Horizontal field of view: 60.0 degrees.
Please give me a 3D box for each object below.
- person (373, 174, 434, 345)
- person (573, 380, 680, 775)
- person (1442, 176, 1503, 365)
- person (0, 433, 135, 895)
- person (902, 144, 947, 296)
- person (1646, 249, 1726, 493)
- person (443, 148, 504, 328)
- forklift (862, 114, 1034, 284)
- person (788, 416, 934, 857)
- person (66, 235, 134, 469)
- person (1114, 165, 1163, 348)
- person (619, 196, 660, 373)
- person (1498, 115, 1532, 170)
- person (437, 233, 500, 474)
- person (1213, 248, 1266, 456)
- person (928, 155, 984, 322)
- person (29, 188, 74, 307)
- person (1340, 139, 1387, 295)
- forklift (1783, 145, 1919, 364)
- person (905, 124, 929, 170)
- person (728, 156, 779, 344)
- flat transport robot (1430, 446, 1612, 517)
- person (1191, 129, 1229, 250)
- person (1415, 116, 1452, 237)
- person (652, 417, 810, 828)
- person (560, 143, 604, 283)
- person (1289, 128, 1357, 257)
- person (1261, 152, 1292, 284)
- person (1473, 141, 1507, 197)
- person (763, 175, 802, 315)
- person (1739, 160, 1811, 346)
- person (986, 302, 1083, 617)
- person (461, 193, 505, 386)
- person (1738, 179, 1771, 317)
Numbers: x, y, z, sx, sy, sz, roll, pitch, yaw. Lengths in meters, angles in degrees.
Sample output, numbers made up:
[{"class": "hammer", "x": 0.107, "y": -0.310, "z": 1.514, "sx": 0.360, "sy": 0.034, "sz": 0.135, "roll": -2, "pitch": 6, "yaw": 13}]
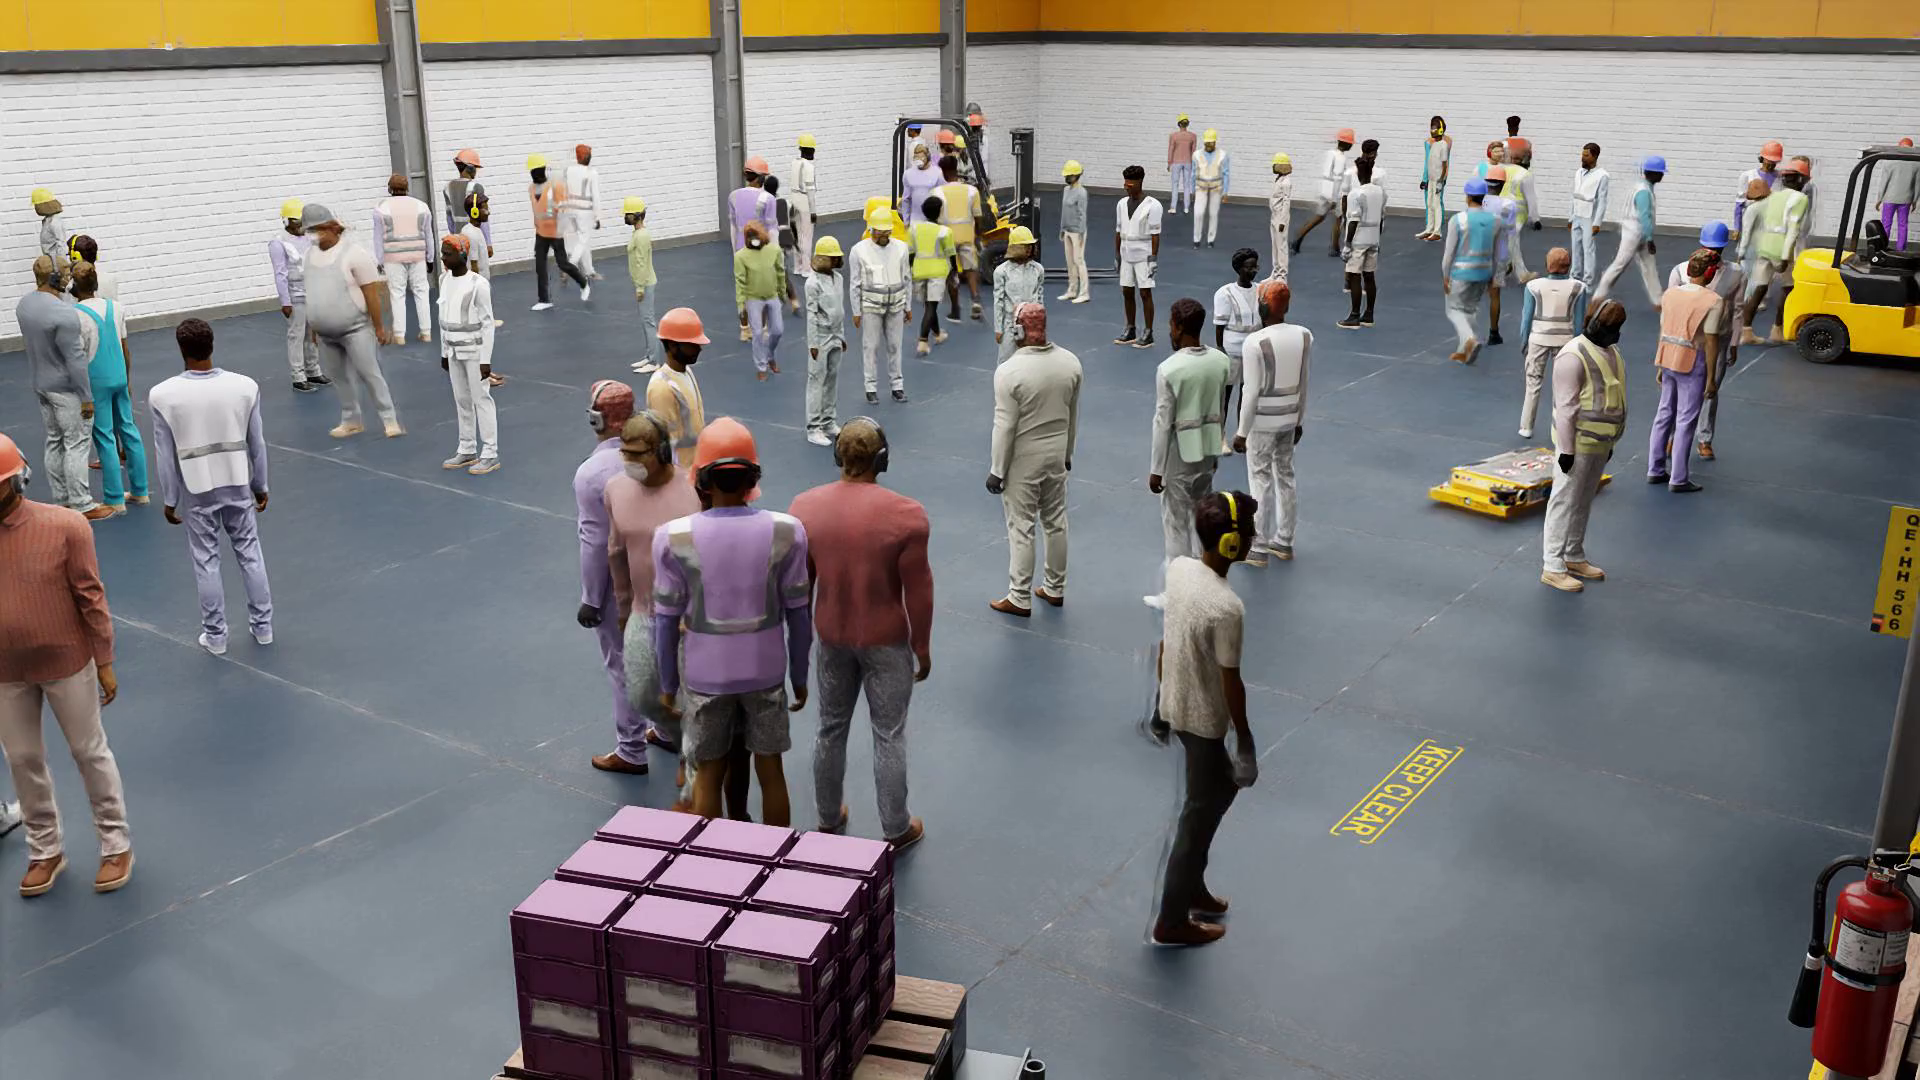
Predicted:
[{"class": "person", "x": -6.060, "y": -3.062, "z": 18.171, "sx": 0.634, "sy": 1.839, "sz": 0.430, "roll": -11, "pitch": 21, "yaw": -30}, {"class": "person", "x": -1.597, "y": 0.178, "z": 7.920, "sx": 0.401, "sy": 1.904, "sz": 0.651, "roll": 10, "pitch": 20, "yaw": 28}, {"class": "person", "x": 5.215, "y": -2.704, "z": 16.901, "sx": 0.616, "sy": 1.932, "sz": 0.655, "roll": -4, "pitch": 18, "yaw": -13}, {"class": "person", "x": -3.770, "y": 0.508, "z": 6.767, "sx": 0.630, "sy": 1.980, "sz": 0.410, "roll": -3, "pitch": 18, "yaw": -11}, {"class": "person", "x": -0.447, "y": -4.046, "z": 21.105, "sx": 0.635, "sy": 1.929, "sz": 0.381, "roll": 7, "pitch": 19, "yaw": 21}, {"class": "person", "x": 5.472, "y": -1.273, "z": 12.575, "sx": 0.394, "sy": 1.836, "sz": 0.560, "roll": -6, "pitch": 19, "yaw": -19}, {"class": "person", "x": -5.564, "y": -3.429, "z": 18.994, "sx": 0.605, "sy": 2.033, "sz": 0.395, "roll": 10, "pitch": 20, "yaw": 29}, {"class": "forklift", "x": -0.171, "y": -4.594, "z": 22.377, "sx": 2.313, "sy": 2.155, "sz": 1.214, "roll": 1, "pitch": 18, "yaw": 3}, {"class": "person", "x": -0.414, "y": 0.422, "z": 7.111, "sx": 0.636, "sy": 1.936, "sz": 0.356, "roll": 5, "pitch": 18, "yaw": 15}, {"class": "person", "x": -6.841, "y": -1.489, "z": 13.221, "sx": 0.341, "sy": 1.857, "sz": 0.524, "roll": 2, "pitch": 18, "yaw": 7}, {"class": "person", "x": 1.903, "y": -3.068, "z": 18.004, "sx": 0.388, "sy": 1.951, "sz": 0.615, "roll": -16, "pitch": 24, "yaw": -41}, {"class": "person", "x": -3.222, "y": -2.570, "z": 16.756, "sx": 0.330, "sy": 1.759, "sz": 0.518, "roll": -4, "pitch": 18, "yaw": -13}, {"class": "person", "x": 8.583, "y": -5.623, "z": 25.968, "sx": 0.607, "sy": 1.963, "sz": 0.373, "roll": -4, "pitch": 18, "yaw": -11}, {"class": "person", "x": -3.885, "y": -1.459, "z": 13.075, "sx": 0.573, "sy": 1.883, "sz": 0.355, "roll": 12, "pitch": 22, "yaw": 34}, {"class": "person", "x": 2.305, "y": -1.547, "z": 13.648, "sx": 0.535, "sy": 1.700, "sz": 0.318, "roll": -9, "pitch": 20, "yaw": -26}, {"class": "person", "x": -0.036, "y": -3.472, "z": 19.286, "sx": 0.628, "sy": 1.937, "sz": 0.606, "roll": -5, "pitch": 18, "yaw": -16}, {"class": "person", "x": -9.620, "y": -2.865, "z": 17.710, "sx": 0.314, "sy": 1.737, "sz": 0.494, "roll": -13, "pitch": 22, "yaw": -34}, {"class": "person", "x": 5.164, "y": -4.140, "z": 21.368, "sx": 0.636, "sy": 1.967, "sz": 0.490, "roll": 14, "pitch": 22, "yaw": 37}, {"class": "forklift", "x": 9.803, "y": -2.879, "z": 17.013, "sx": 2.313, "sy": 2.155, "sz": 1.214, "roll": 12, "pitch": 21, "yaw": 33}, {"class": "person", "x": -0.673, "y": -5.558, "z": 25.790, "sx": 0.403, "sy": 1.948, "sz": 0.605, "roll": 6, "pitch": 19, "yaw": 17}, {"class": "person", "x": -2.210, "y": -3.144, "z": 18.118, "sx": 0.611, "sy": 2.030, "sz": 0.410, "roll": 10, "pitch": 20, "yaw": 28}, {"class": "flat transport robot", "x": 4.253, "y": -0.460, "z": 12.556, "sx": 1.431, "sy": 0.197, "sz": 0.652, "roll": -14, "pitch": 22, "yaw": -37}, {"class": "person", "x": 3.785, "y": -5.313, "z": 25.272, "sx": 0.593, "sy": 1.801, "sz": 0.729, "roll": 4, "pitch": 18, "yaw": 12}, {"class": "person", "x": 7.600, "y": -5.796, "z": 26.585, "sx": 0.596, "sy": 1.915, "sz": 0.373, "roll": -13, "pitch": 22, "yaw": -36}, {"class": "person", "x": -0.907, "y": 0.513, "z": 6.678, "sx": 0.610, "sy": 2.032, "sz": 0.427, "roll": -4, "pitch": 18, "yaw": -13}, {"class": "person", "x": -5.095, "y": -4.320, "z": 22.103, "sx": 0.629, "sy": 1.850, "sz": 0.860, "roll": 9, "pitch": 20, "yaw": 27}, {"class": "person", "x": 5.362, "y": -5.108, "z": 24.499, "sx": 0.838, "sy": 1.890, "sz": 0.577, "roll": -3, "pitch": 18, "yaw": -8}, {"class": "person", "x": 4.197, "y": -4.226, "z": 21.955, "sx": 0.295, "sy": 1.744, "sz": 0.492, "roll": -2, "pitch": 18, "yaw": -6}, {"class": "person", "x": 7.140, "y": -4.462, "z": 22.526, "sx": 0.563, "sy": 1.848, "sz": 0.390, "roll": -8, "pitch": 20, "yaw": -25}, {"class": "person", "x": -2.143, "y": -3.545, "z": 19.993, "sx": 0.581, "sy": 1.641, "sz": 0.866, "roll": -17, "pitch": 24, "yaw": -42}, {"class": "person", "x": 8.846, "y": -3.087, "z": 18.015, "sx": 0.721, "sy": 1.976, "sz": 0.645, "roll": -6, "pitch": 19, "yaw": -17}, {"class": "person", "x": 0.419, "y": -0.482, "z": 9.990, "sx": 0.639, "sy": 1.904, "sz": 0.407, "roll": -13, "pitch": 22, "yaw": -36}, {"class": "person", "x": -4.649, "y": -2.416, "z": 16.111, "sx": 0.325, "sy": 1.861, "sz": 0.512, "roll": -6, "pitch": 19, "yaw": -18}, {"class": "person", "x": 9.416, "y": -3.466, "z": 19.771, "sx": 0.504, "sy": 1.627, "sz": 0.276, "roll": -15, "pitch": 23, "yaw": -39}]
